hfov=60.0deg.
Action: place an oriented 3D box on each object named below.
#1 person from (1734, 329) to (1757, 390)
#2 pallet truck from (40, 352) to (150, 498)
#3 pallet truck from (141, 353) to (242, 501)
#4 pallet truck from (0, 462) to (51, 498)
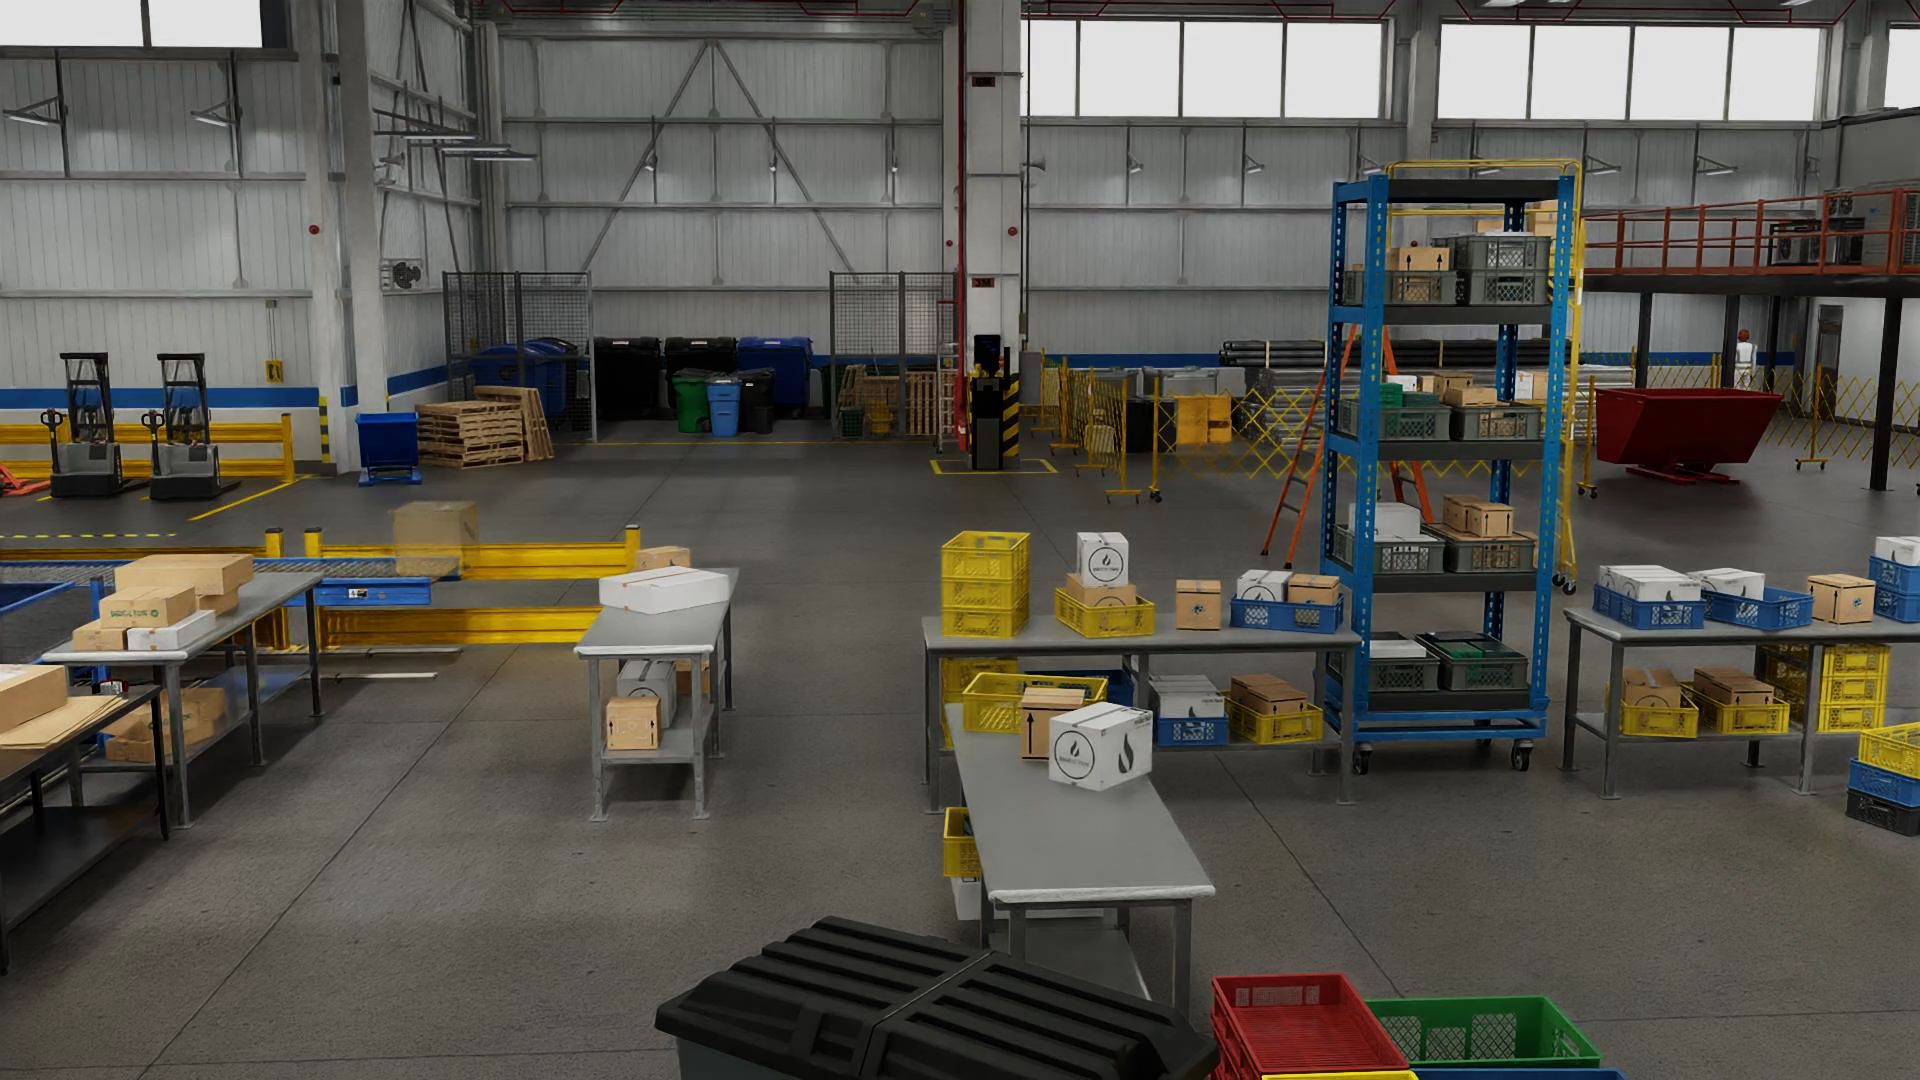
[{"bbox_3d":[16.680,-3.550,35.502,0.576,1.883,0.354,0,9,0],"label":"person"},{"bbox_3d":[-11.907,-1.642,23.165,0.823,1.965,1.885,0,9,0],"label":"pallet truck"},{"bbox_3d":[-10.520,-1.604,22.925,0.823,1.965,1.885,-1,9,-6],"label":"pallet truck"},{"bbox_3d":[-13.193,-1.293,23.148,0.653,1.274,1.630,-1,9,-4],"label":"pallet truck"}]
